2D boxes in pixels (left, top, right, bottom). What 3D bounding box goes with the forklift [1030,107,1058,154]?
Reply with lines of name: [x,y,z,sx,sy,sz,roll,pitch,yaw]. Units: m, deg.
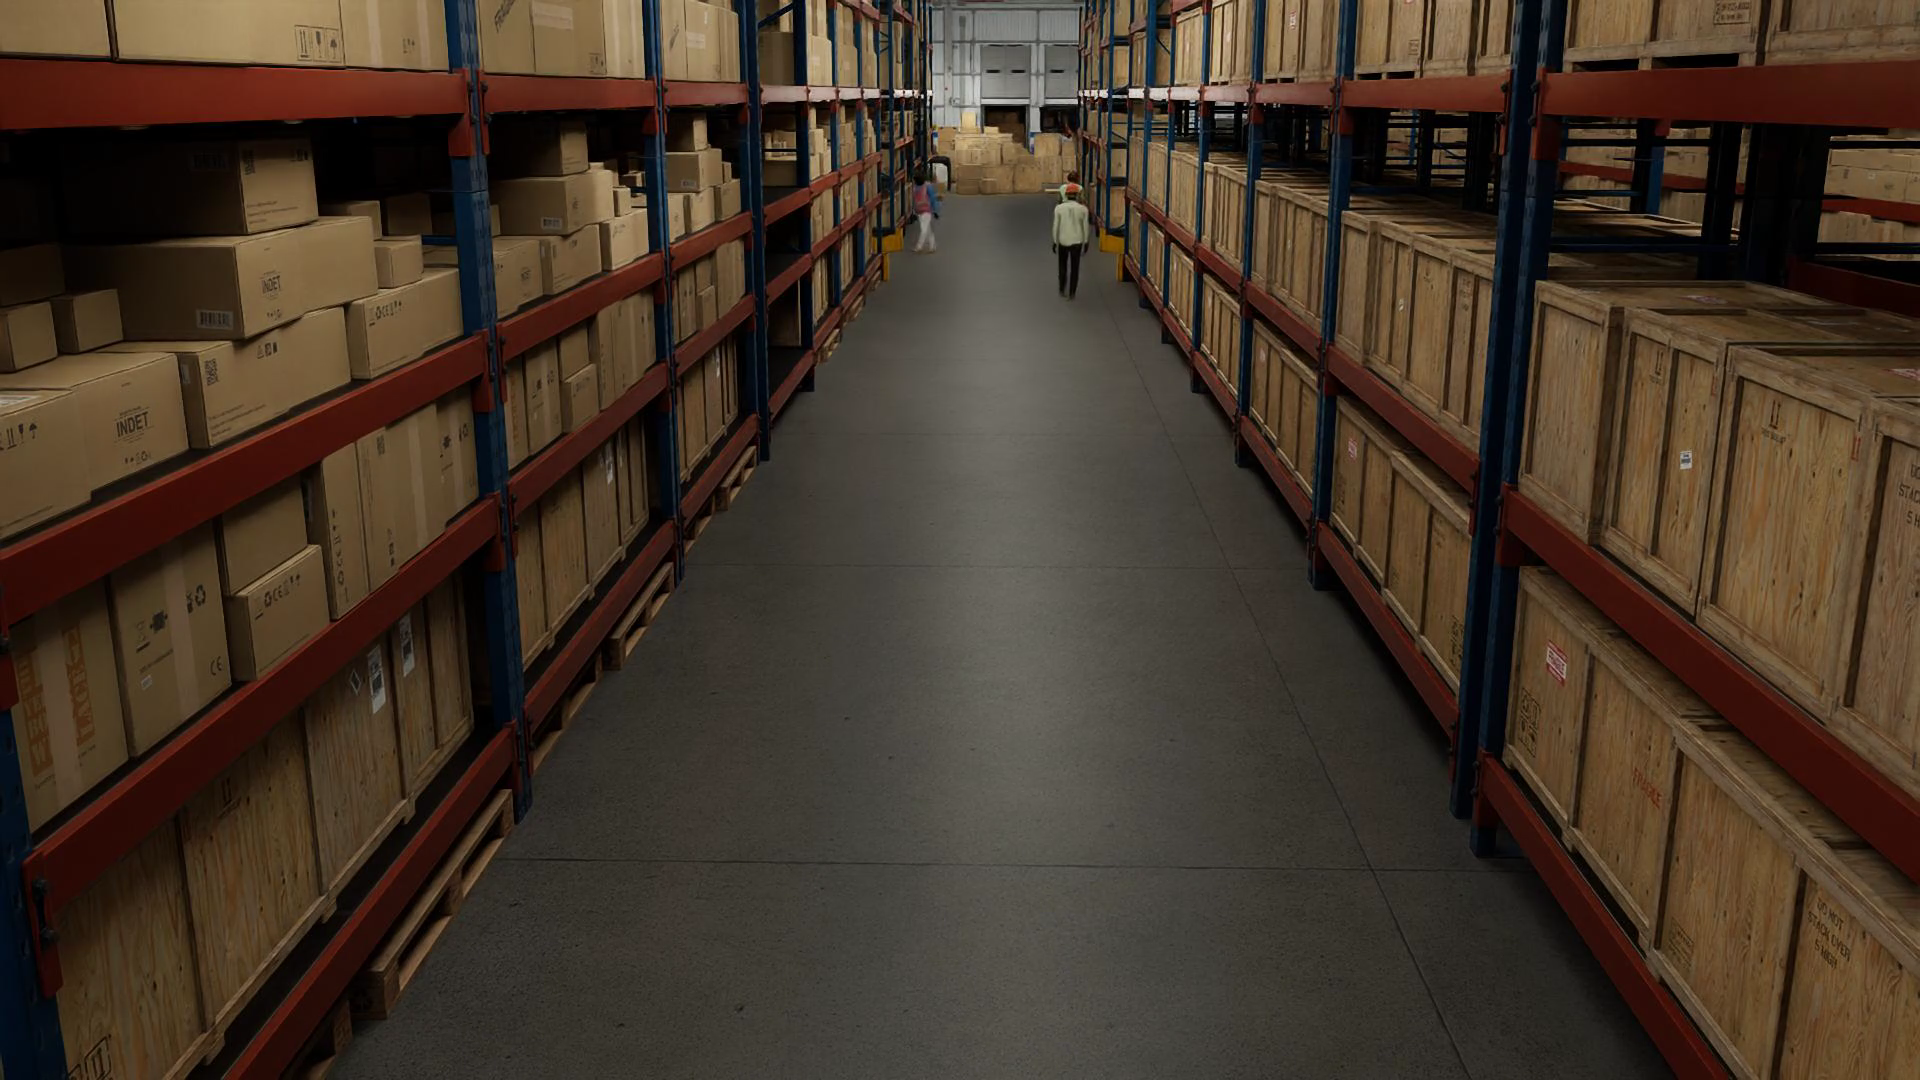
forklift: [4.232,-19.269,79.486,1.129,2.768,1.873,-8,17,-26]

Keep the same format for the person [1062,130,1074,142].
person: [4.802,-17.442,74.604,0.570,1.881,0.959,-3,15,-9]

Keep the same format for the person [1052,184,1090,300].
person: [1.919,-5.169,28.784,0.660,1.943,0.994,0,15,-1]

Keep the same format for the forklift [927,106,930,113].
forklift: [-2.001,-20.667,84.687,1.129,2.768,1.873,0,15,2]

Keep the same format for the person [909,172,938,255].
person: [-0.820,-7.212,36.705,0.919,1.783,0.656,-12,19,-38]

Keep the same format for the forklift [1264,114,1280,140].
forklift: [11.030,-14.032,59.999,1.129,2.768,1.873,0,15,2]

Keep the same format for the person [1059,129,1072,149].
person: [4.735,-17.642,75.303,0.634,1.900,0.880,-6,16,-22]

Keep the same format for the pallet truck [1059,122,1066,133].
pallet truck: [5.788,-21.111,88.014,1.885,1.965,0.823,5,16,18]

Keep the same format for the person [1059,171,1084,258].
person: [2.393,-6.978,35.718,0.570,1.843,0.372,7,17,25]
